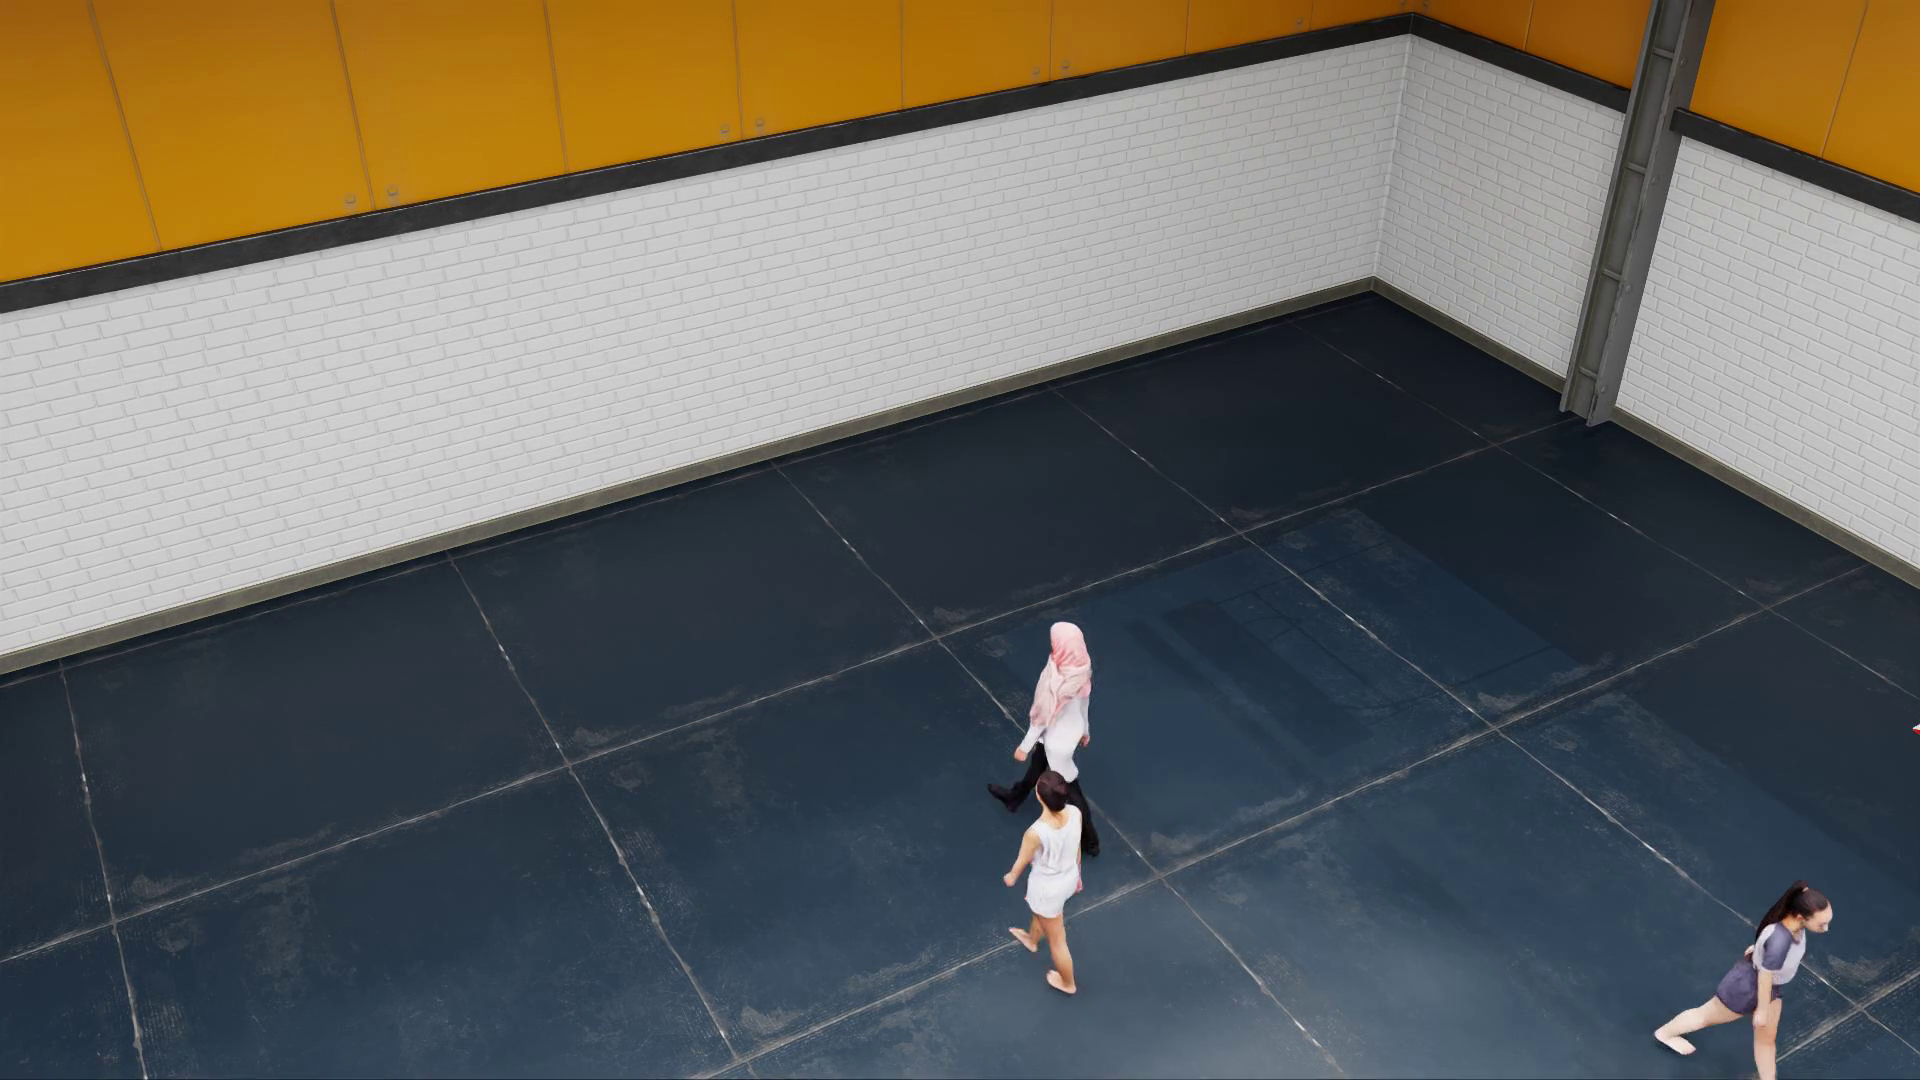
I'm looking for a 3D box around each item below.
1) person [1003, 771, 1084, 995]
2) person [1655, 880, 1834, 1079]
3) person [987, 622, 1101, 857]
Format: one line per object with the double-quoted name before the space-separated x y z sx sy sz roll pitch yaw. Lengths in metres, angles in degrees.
"person" 0.592 2.048 9.700 0.673 1.599 0.895 -27 42 -35
"person" 4.285 2.405 9.175 1.120 1.587 0.753 28 43 35
"person" 0.729 1.322 10.642 1.209 1.766 1.023 16 37 23
